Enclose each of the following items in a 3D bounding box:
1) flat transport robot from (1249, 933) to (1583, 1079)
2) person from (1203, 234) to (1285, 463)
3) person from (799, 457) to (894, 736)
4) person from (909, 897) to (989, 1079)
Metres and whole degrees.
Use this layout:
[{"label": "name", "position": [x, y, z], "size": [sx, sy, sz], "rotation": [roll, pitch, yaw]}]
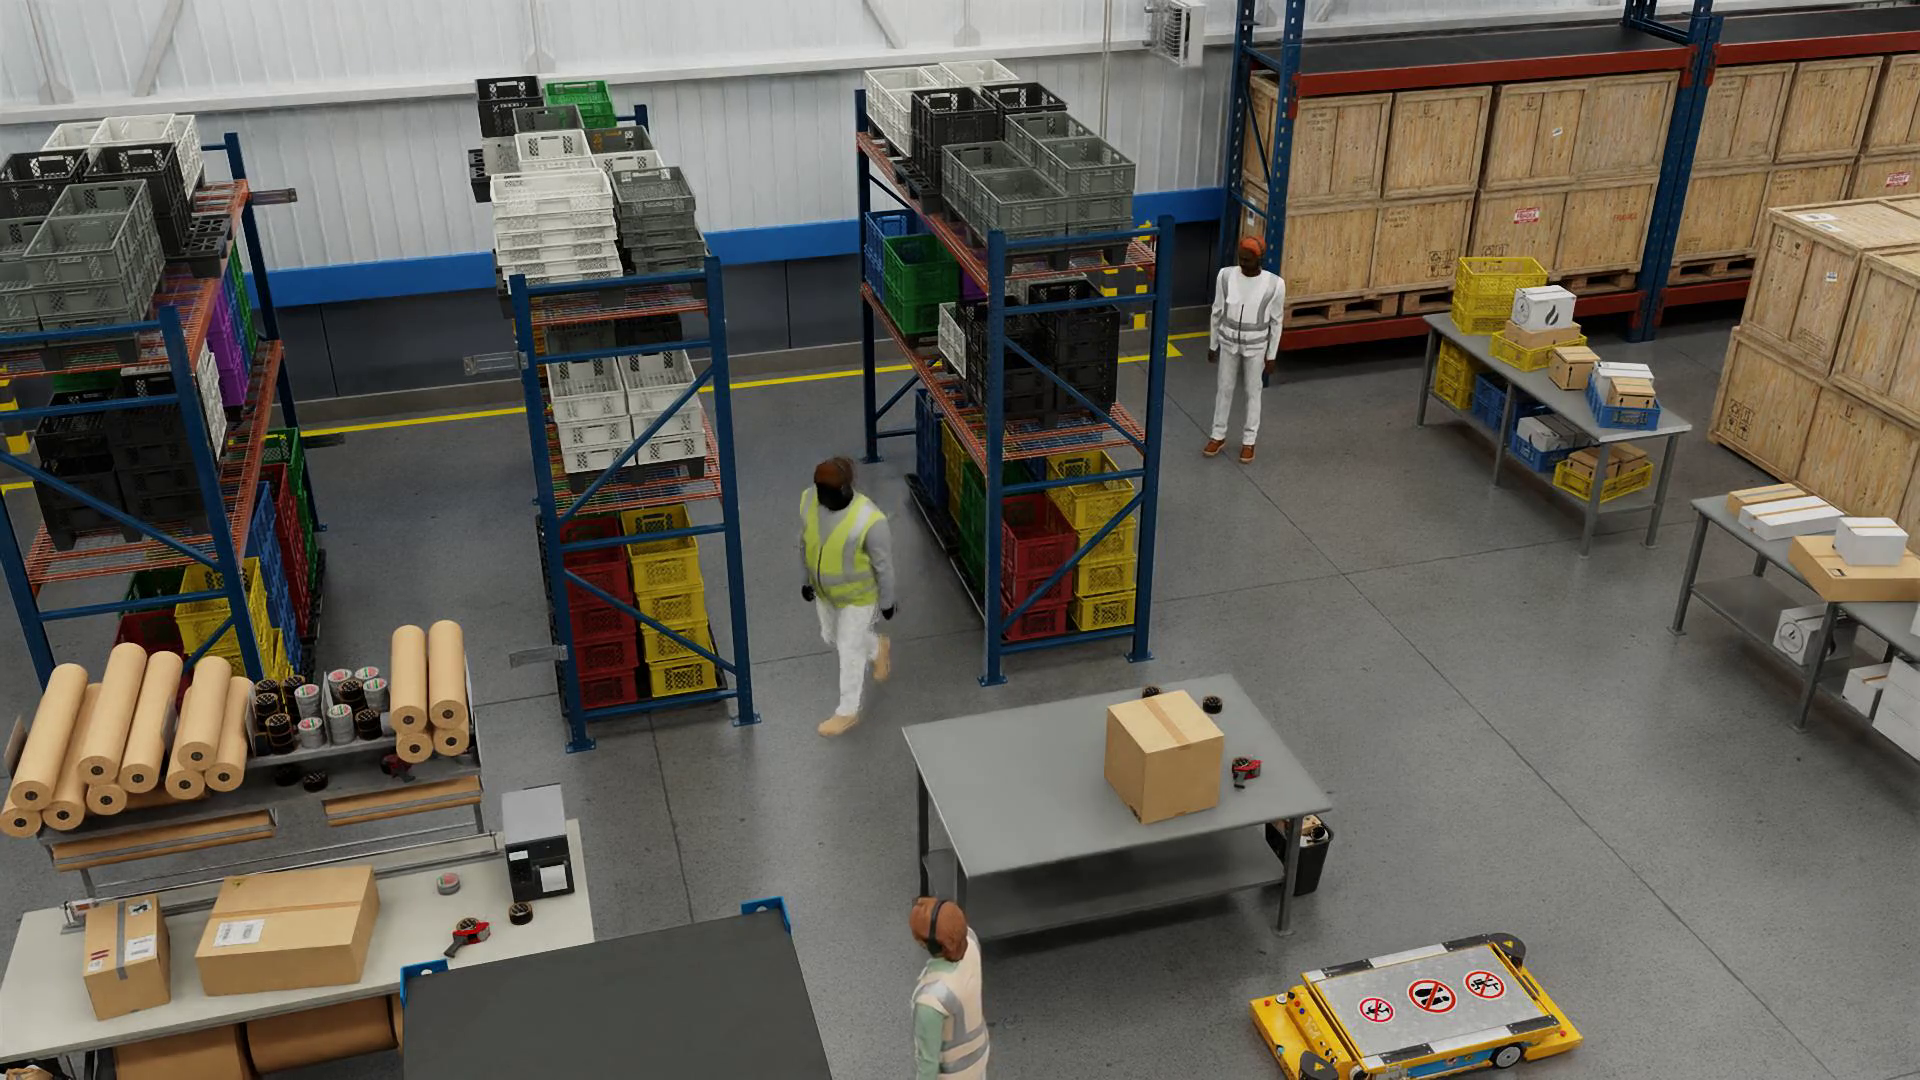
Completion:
[{"label": "flat transport robot", "position": [2.184, 2.282, 7.980], "size": [1.431, 0.197, 0.652], "rotation": [-8, 30, -14]}, {"label": "person", "position": [2.255, -1.530, 13.251], "size": [0.572, 1.886, 0.353], "rotation": [13, 31, 22]}, {"label": "person", "position": [-0.634, 0.259, 10.069], "size": [0.643, 1.822, 0.722], "rotation": [21, 35, 33]}, {"label": "person", "position": [-0.042, 2.141, 6.843], "size": [0.322, 1.627, 0.529], "rotation": [9, 30, 16]}]
